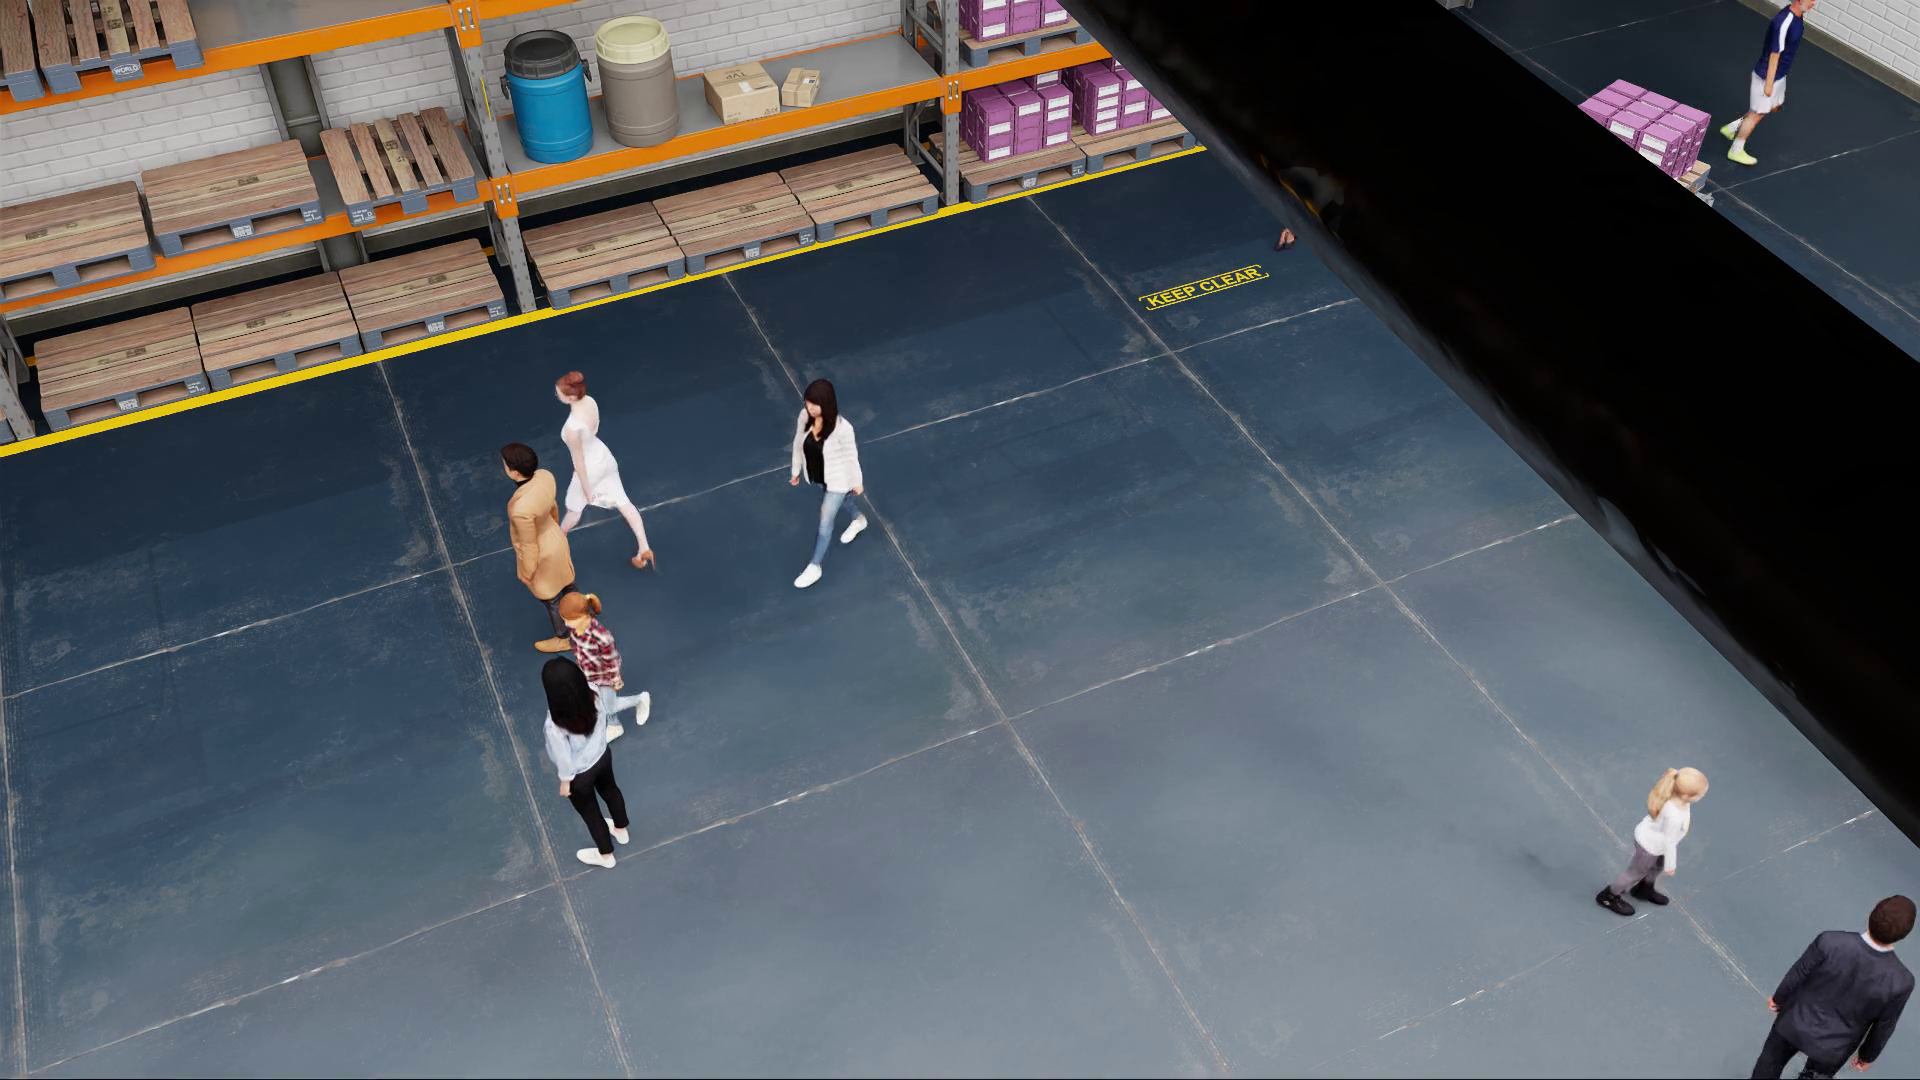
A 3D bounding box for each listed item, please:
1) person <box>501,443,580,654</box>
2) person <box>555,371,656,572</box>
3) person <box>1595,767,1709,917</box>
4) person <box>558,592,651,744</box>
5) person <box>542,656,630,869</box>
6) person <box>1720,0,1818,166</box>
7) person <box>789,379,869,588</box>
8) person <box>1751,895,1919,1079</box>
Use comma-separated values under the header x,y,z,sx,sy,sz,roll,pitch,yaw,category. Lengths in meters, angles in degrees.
x,y,z,sx,sy,sz,roll,pitch,yaw,category
-2.731,0.047,10.904,0.803,1.726,0.765,7,44,8,person
-2.406,-0.429,11.387,1.160,1.749,1.056,12,45,13,person
3.900,1.703,9.499,0.746,1.266,0.687,16,46,16,person
-2.223,0.771,10.460,0.686,1.289,0.773,26,49,25,person
-2.165,1.286,9.614,0.741,1.710,0.665,18,46,18,person
7.466,-4.375,15.473,0.855,1.826,0.781,25,49,24,person
-0.857,-0.494,11.568,0.954,1.594,1.170,28,50,27,person
4.254,2.469,8.276,0.890,1.843,0.985,25,49,24,person
